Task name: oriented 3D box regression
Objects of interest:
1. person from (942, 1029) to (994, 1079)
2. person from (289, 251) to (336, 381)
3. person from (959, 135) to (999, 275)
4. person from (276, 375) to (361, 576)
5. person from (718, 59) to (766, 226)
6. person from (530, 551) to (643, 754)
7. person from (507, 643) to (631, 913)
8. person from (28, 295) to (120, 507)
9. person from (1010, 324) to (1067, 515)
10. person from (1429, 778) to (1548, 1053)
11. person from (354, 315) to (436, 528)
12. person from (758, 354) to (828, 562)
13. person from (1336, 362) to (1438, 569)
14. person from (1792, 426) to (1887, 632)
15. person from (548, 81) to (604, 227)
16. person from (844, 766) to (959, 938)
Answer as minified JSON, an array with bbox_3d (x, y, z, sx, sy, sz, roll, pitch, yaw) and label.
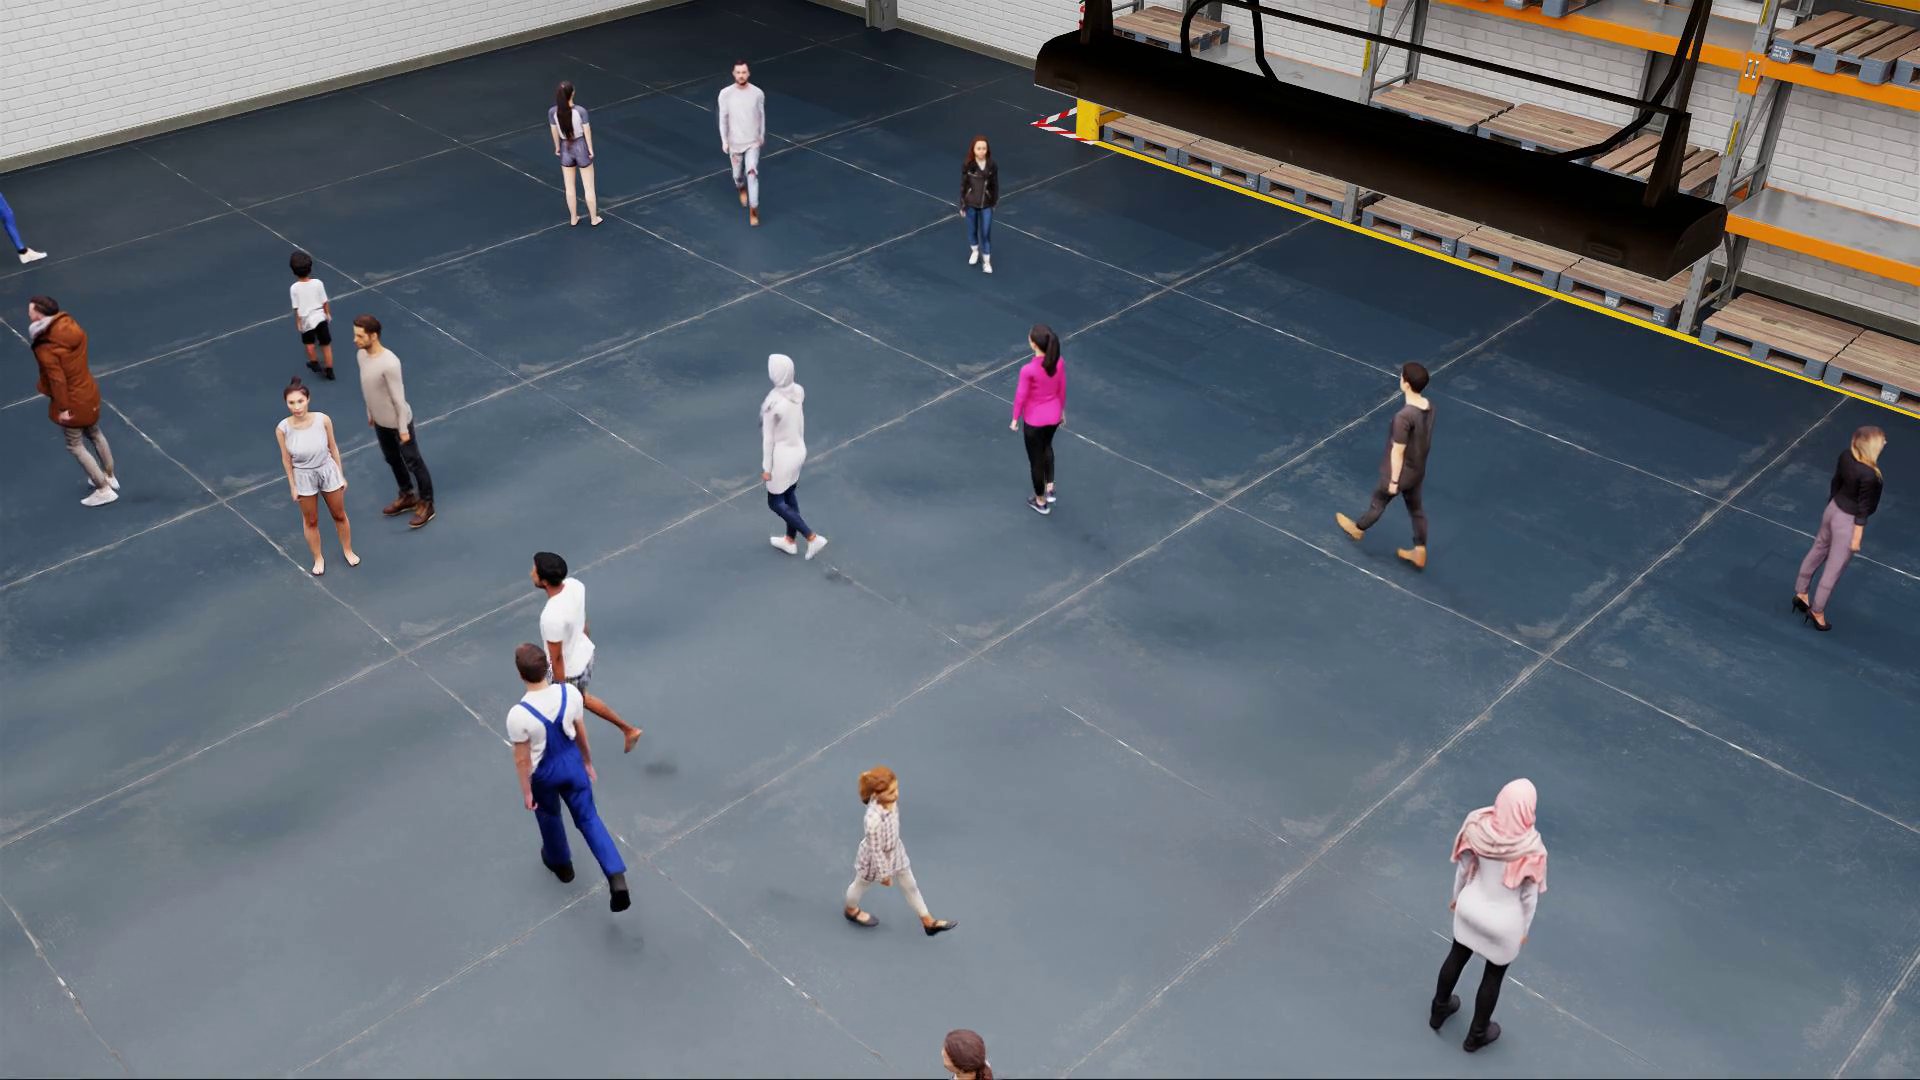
[{"bbox_3d":[0.112,2.878,7.825,0.690,1.552,0.637,9,35,14],"label":"person"},{"bbox_3d":[-6.031,-2.065,15.538,0.543,1.247,0.655,-22,40,-30],"label":"person"},{"bbox_3d":[0.186,-3.600,17.661,0.890,1.454,0.951,0,34,1],"label":"person"},{"bbox_3d":[-4.975,-0.494,12.850,0.634,1.607,0.626,-16,37,-22],"label":"person"},{"bbox_3d":[-2.445,-4.520,18.716,1.073,1.817,1.201,-5,34,-7],"label":"person"},{"bbox_3d":[-2.450,0.818,10.774,1.001,1.720,0.905,5,34,8],"label":"person"},{"bbox_3d":[-2.323,1.431,9.753,0.731,1.828,1.189,-23,40,-30],"label":"person"},{"bbox_3d":[-7.239,-1.165,13.649,0.915,1.839,0.860,2,34,3],"label":"person"},{"bbox_3d":[0.706,-0.943,13.447,0.659,1.693,0.649,-19,38,-26],"label":"person"},{"bbox_3d":[2.840,2.009,8.909,0.488,1.799,0.668,29,43,36],"label":"person"},{"bbox_3d":[-4.536,-0.966,13.332,0.546,1.859,0.747,21,39,28],"label":"person"},{"bbox_3d":[-1.288,-0.595,12.858,0.913,1.766,0.713,21,39,28],"label":"person"},{"bbox_3d":[3.500,-0.531,12.845,0.727,1.674,1.075,-24,40,-31],"label":"person"},{"bbox_3d":[6.455,-0.102,12.201,0.733,1.672,0.665,-1,34,-2],"label":"person"},{"bbox_3d":[-4.290,-4.304,18.542,0.663,1.650,0.729,1,34,2],"label":"person"},{"bbox_3d":[-0.530,1.817,9.680,1.003,1.266,0.750,13,36,19],"label":"person"}]
